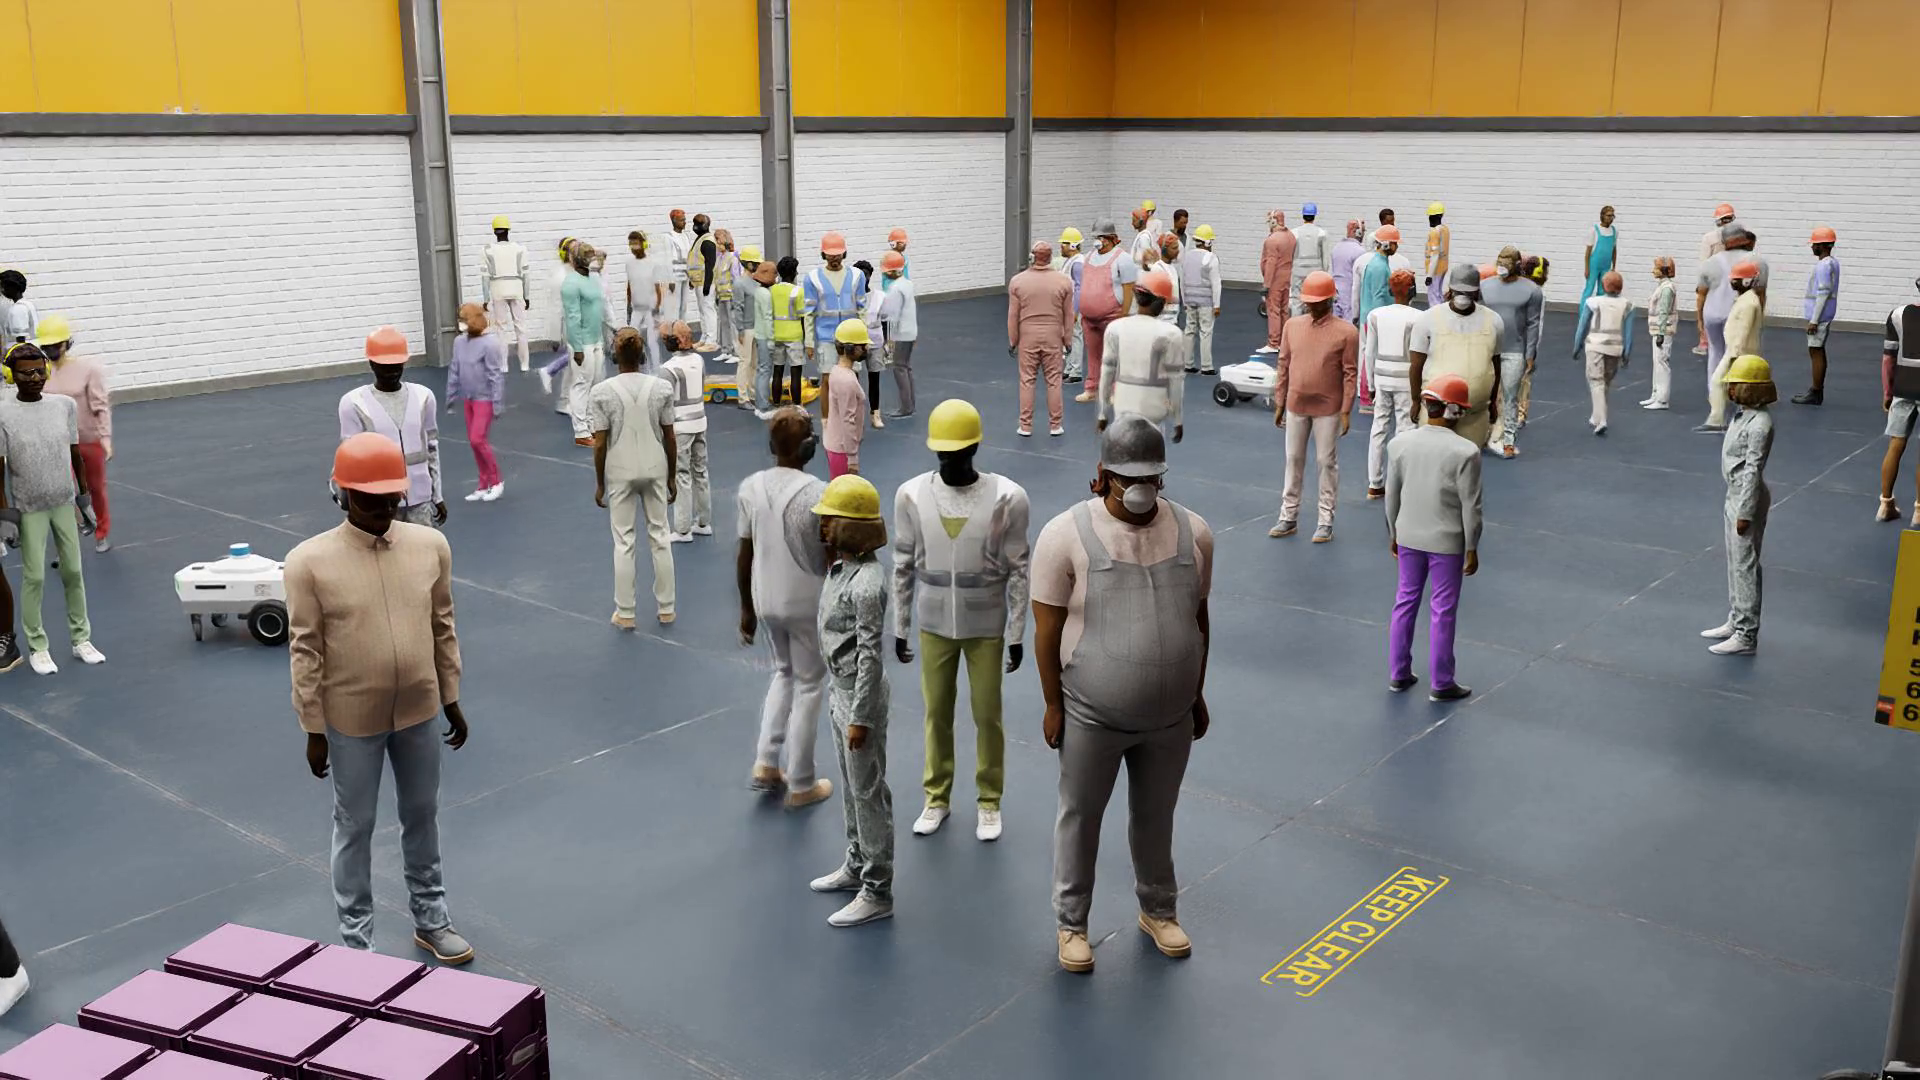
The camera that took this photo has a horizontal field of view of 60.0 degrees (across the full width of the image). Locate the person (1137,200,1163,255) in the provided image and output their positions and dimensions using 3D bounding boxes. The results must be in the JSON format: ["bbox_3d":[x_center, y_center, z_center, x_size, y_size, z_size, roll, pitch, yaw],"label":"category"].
[{"bbox_3d":[3.196,-4.857,28.162,0.524,1.762,0.343,12,18,40],"label":"person"}]

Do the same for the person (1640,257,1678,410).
[{"bbox_3d":[7.538,-2.221,17.889,0.318,1.630,0.513,4,15,15],"label":"person"}]

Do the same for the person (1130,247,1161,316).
[{"bbox_3d":[2.217,-2.661,19.680,0.517,1.604,0.578,-5,15,-21],"label":"person"}]

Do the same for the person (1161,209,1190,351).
[{"bbox_3d":[2.872,-3.467,22.292,0.393,1.913,0.587,11,18,37],"label":"person"}]

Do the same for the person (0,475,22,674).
[{"bbox_3d":[-5.557,-0.211,9.186,0.605,1.957,0.376,1,14,4],"label":"person"}]

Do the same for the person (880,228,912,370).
[{"bbox_3d":[-0.785,-3.019,20.815,0.336,1.753,0.564,7,16,25],"label":"person"}]

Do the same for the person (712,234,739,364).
[{"bbox_3d":[-2.984,-3.091,21.335,0.311,1.642,0.513,-10,17,-34],"label":"person"}]

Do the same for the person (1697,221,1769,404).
[{"bbox_3d":[8.315,-2.449,17.962,0.689,2.000,0.726,9,17,32],"label":"person"}]

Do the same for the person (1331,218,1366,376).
[{"bbox_3d":[4.768,-2.957,20.288,0.395,1.900,0.647,-5,15,-17],"label":"person"}]

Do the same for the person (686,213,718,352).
[{"bbox_3d":[-3.467,-3.467,22.426,0.429,1.846,0.629,-5,15,-19],"label":"person"}]

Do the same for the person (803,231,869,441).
[{"bbox_3d":[-1.184,-1.944,15.976,0.611,2.029,0.409,-4,15,-16],"label":"person"}]

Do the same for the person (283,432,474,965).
[{"bbox_3d":[-2.033,0.600,5.873,0.611,1.994,0.379,-13,19,-43],"label":"person"}]

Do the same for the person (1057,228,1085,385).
[{"bbox_3d":[1.302,-2.748,19.578,0.404,1.832,0.594,-2,14,-7],"label":"person"}]

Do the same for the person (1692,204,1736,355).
[{"bbox_3d":[10.081,-3.457,22.114,0.608,1.987,0.402,-3,14,-11],"label":"person"}]

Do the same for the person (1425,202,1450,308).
[{"bbox_3d":[6.780,-3.849,23.788,0.376,1.922,0.594,8,16,30],"label":"person"}]

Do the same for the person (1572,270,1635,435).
[{"bbox_3d":[6.401,-1.864,16.512,0.521,1.603,0.827,1,14,2],"label":"person"}]

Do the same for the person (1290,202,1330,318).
[{"bbox_3d":[4.864,-3.742,23.317,0.601,1.948,0.386,2,14,9],"label":"person"}]

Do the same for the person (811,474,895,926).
[{"bbox_3d":[-0.416,0.605,6.358,0.287,1.746,0.487,-4,15,-15],"label":"person"}]

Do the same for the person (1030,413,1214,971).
[{"bbox_3d":[0.618,0.550,5.975,0.682,2.000,0.537,-4,15,-16],"label":"person"}]

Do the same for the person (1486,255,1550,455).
[{"bbox_3d":[5.188,-1.720,15.475,0.460,1.830,0.576,8,16,29],"label":"person"}]

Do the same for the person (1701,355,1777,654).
[{"bbox_3d":[4.515,-0.207,9.627,0.345,1.738,0.485,4,15,15],"label":"person"}]

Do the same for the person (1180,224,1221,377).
[{"bbox_3d":[2.932,-2.891,20.148,0.404,1.833,0.590,-12,19,-40],"label":"person"}]

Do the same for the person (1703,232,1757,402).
[{"bbox_3d":[8.487,-2.449,18.318,0.625,1.853,1.028,6,15,24],"label":"person"}]

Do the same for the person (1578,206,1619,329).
[{"bbox_3d":[9.586,-4.075,24.897,0.521,1.834,0.365,-3,14,-13],"label":"person"}]

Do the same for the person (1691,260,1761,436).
[{"bbox_3d":[7.488,-1.847,16.175,0.689,1.723,0.596,4,15,16],"label":"person"}]

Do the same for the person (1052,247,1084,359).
[{"bbox_3d":[1.417,-3.079,21.397,0.518,1.591,0.856,0,14,1],"label":"person"}]

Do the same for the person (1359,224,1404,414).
[{"bbox_3d":[4.440,-2.334,17.614,0.407,1.986,0.616,3,14,13],"label":"person"}]

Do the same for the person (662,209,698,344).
[{"bbox_3d":[-3.837,-3.576,22.786,0.355,1.882,0.576,5,15,19],"label":"person"}]

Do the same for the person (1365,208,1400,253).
[{"bbox_3d":[5.649,-3.486,22.352,0.590,1.919,0.393,-10,17,-34],"label":"person"}]

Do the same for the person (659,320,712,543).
[{"bbox_3d":[-2.018,-0.791,12.167,0.313,1.634,0.514,6,15,23],"label":"person"}]

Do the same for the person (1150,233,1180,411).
[{"bbox_3d":[2.179,-2.330,17.806,0.352,1.881,0.576,6,15,22],"label":"person"}]

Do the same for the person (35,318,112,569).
[{"bbox_3d":[-6.164,-0.681,11.542,0.538,1.716,0.901,-4,15,-16],"label":"person"}]

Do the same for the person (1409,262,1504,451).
[{"bbox_3d":[3.700,-1.054,12.385,0.687,2.000,0.535,1,14,2],"label":"person"}]

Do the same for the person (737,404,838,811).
[{"bbox_3d":[-0.706,0.311,7.351,0.526,1.830,0.391,9,17,32],"label":"person"}]

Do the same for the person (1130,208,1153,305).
[{"bbox_3d":[2.490,-3.624,22.970,0.356,1.886,0.574,1,14,4],"label":"person"}]

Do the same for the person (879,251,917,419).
[{"bbox_3d":[-0.641,-2.142,17.362,0.387,1.733,0.619,1,14,4],"label":"person"}]
